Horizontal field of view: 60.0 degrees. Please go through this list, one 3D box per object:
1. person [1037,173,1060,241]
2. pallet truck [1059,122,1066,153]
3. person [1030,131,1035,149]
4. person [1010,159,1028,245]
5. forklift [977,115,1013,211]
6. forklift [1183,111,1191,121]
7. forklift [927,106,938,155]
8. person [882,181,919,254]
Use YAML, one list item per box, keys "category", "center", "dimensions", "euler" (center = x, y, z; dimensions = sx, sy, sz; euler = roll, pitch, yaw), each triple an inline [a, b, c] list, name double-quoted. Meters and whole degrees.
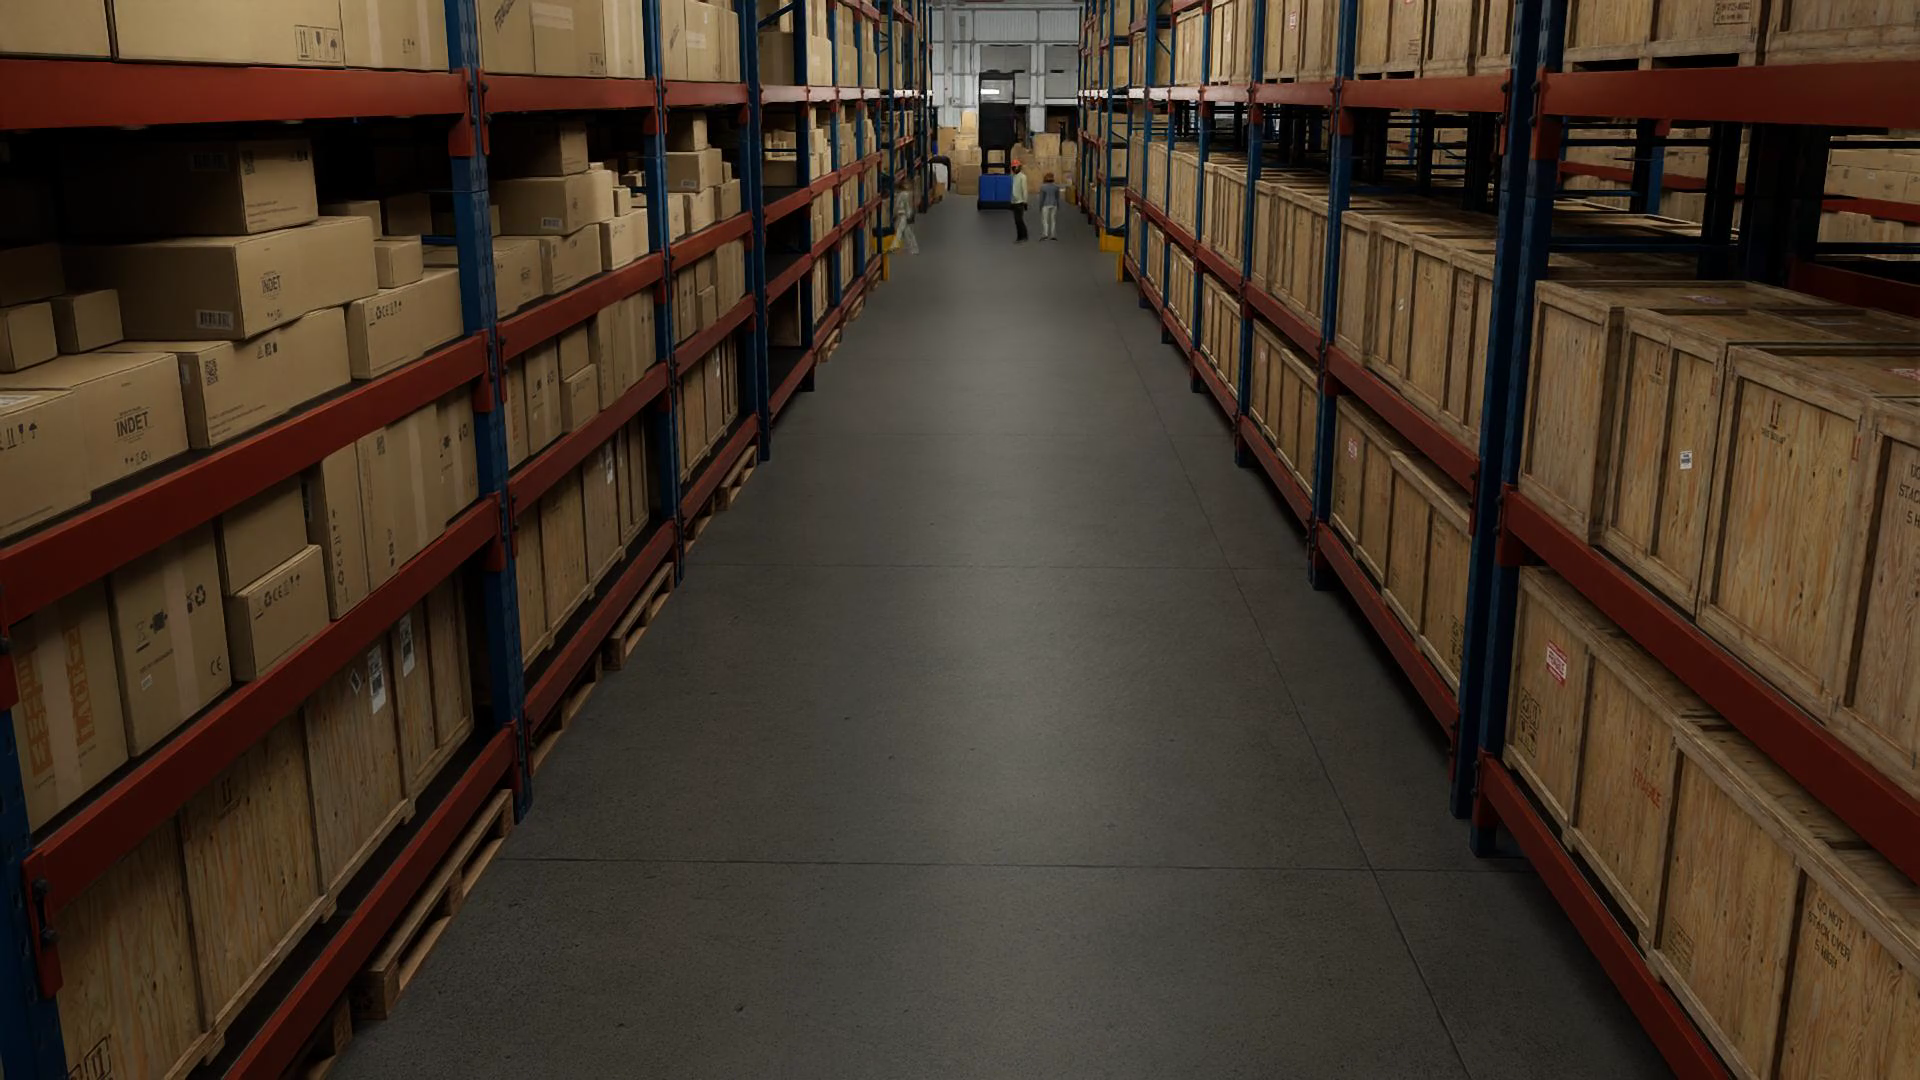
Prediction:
- category: "person"
  center: [2.109, -7.966, 39.824]
  dimensions: [0.681, 1.623, 0.386]
  euler: [-6, 16, -23]
- category: "pallet truck"
  center: [5.788, -21.111, 88.014]
  dimensions: [1.885, 1.965, 0.823]
  euler: [5, 16, 18]
- category: "person"
  center: [3.633, -19.674, 83.346]
  dimensions: [0.309, 1.638, 0.521]
  euler: [5, 16, 17]
- category: "person"
  center: [1.398, -7.952, 39.101]
  dimensions: [0.410, 1.984, 0.653]
  euler: [-6, 16, -20]
- category: "forklift"
  center: [1.094, -11.409, 50.239]
  dimensions: [1.129, 2.768, 1.873]
  euler: [0, 15, 2]
- category: "forklift"
  center: [8.219, -14.826, 62.956]
  dimensions: [1.129, 2.768, 1.873]
  euler: [0, 15, 1]
- category: "forklift"
  center: [-1.526, -20.314, 83.372]
  dimensions: [1.129, 2.768, 1.873]
  euler: [-14, 20, -41]
- category: "person"
  center: [-1.294, -7.049, 36.470]
  dimensions: [0.882, 1.584, 0.524]
  euler: [-4, 16, -15]
